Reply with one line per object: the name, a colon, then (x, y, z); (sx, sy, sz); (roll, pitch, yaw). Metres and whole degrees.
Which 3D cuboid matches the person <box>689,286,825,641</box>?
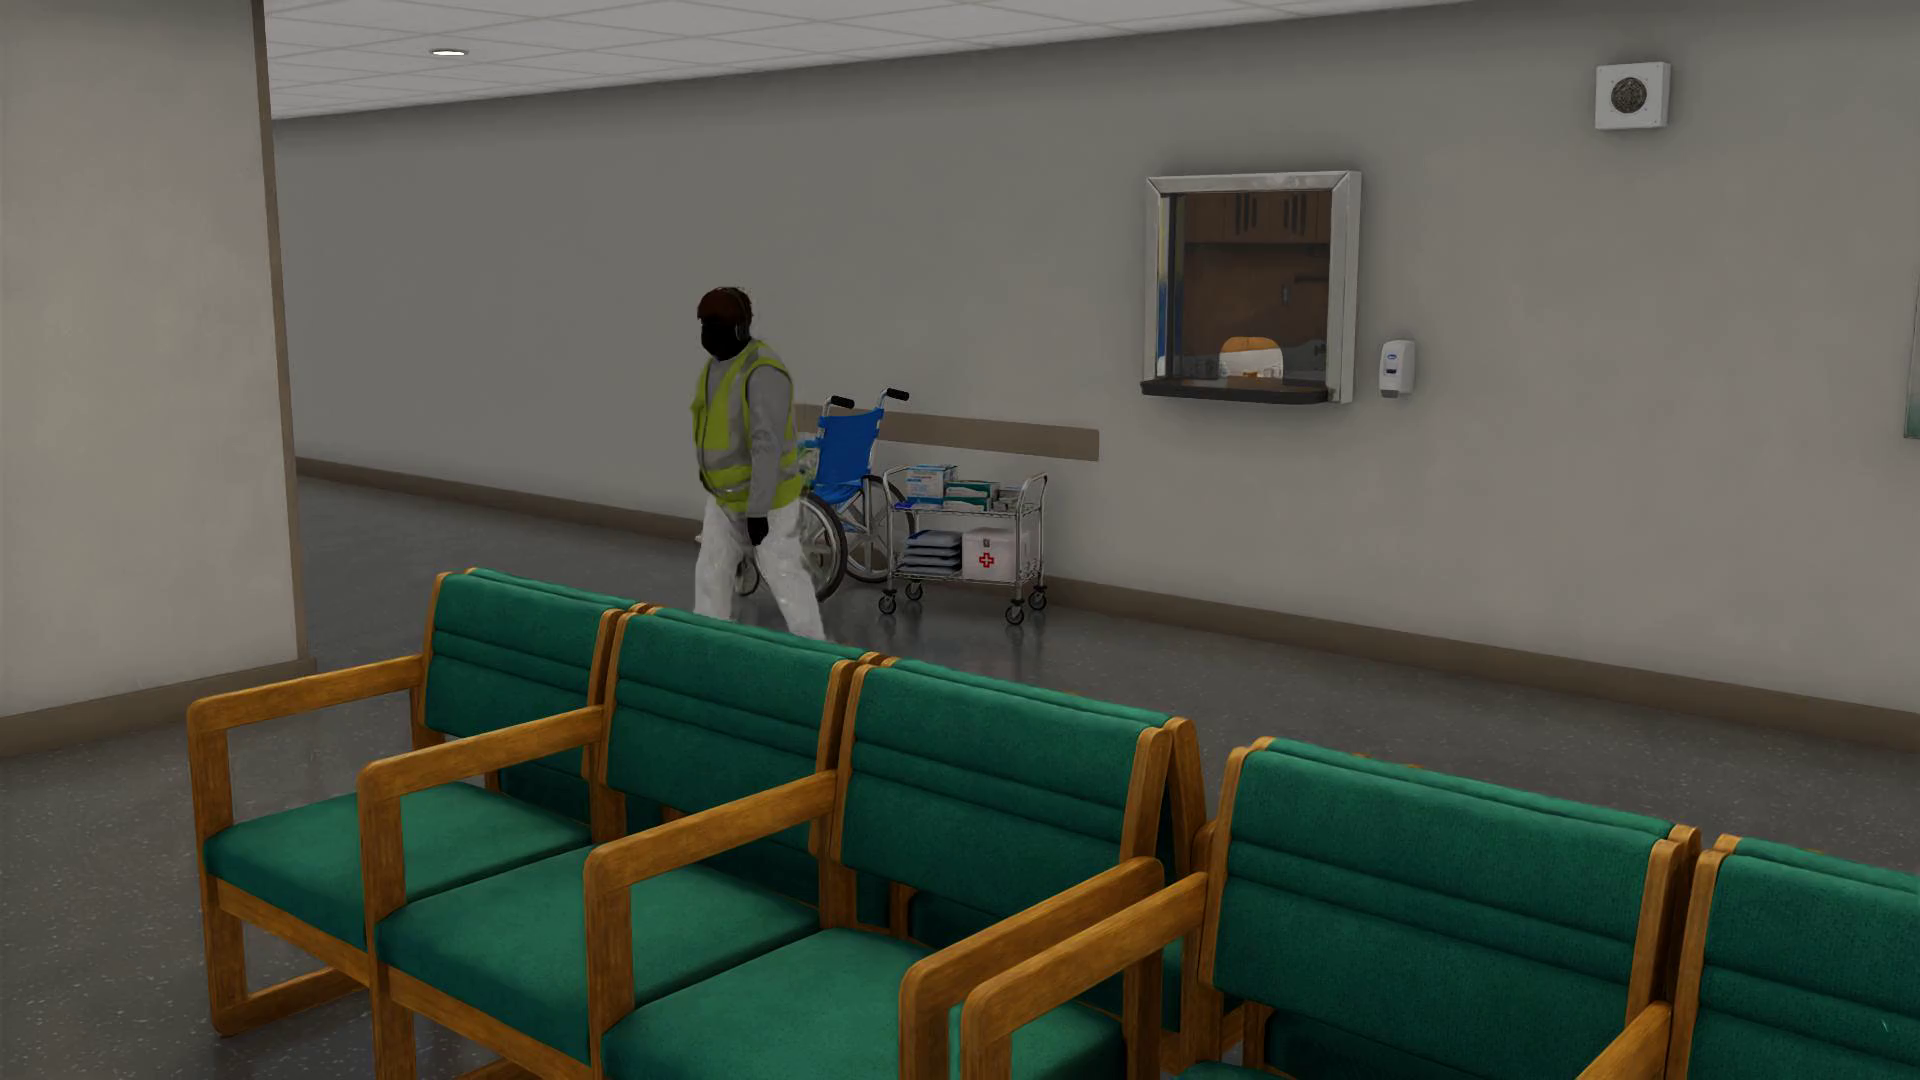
person: (-0.931, -0.181, 7.139); (0.901, 1.791, 0.650); (-7, 12, -36)
